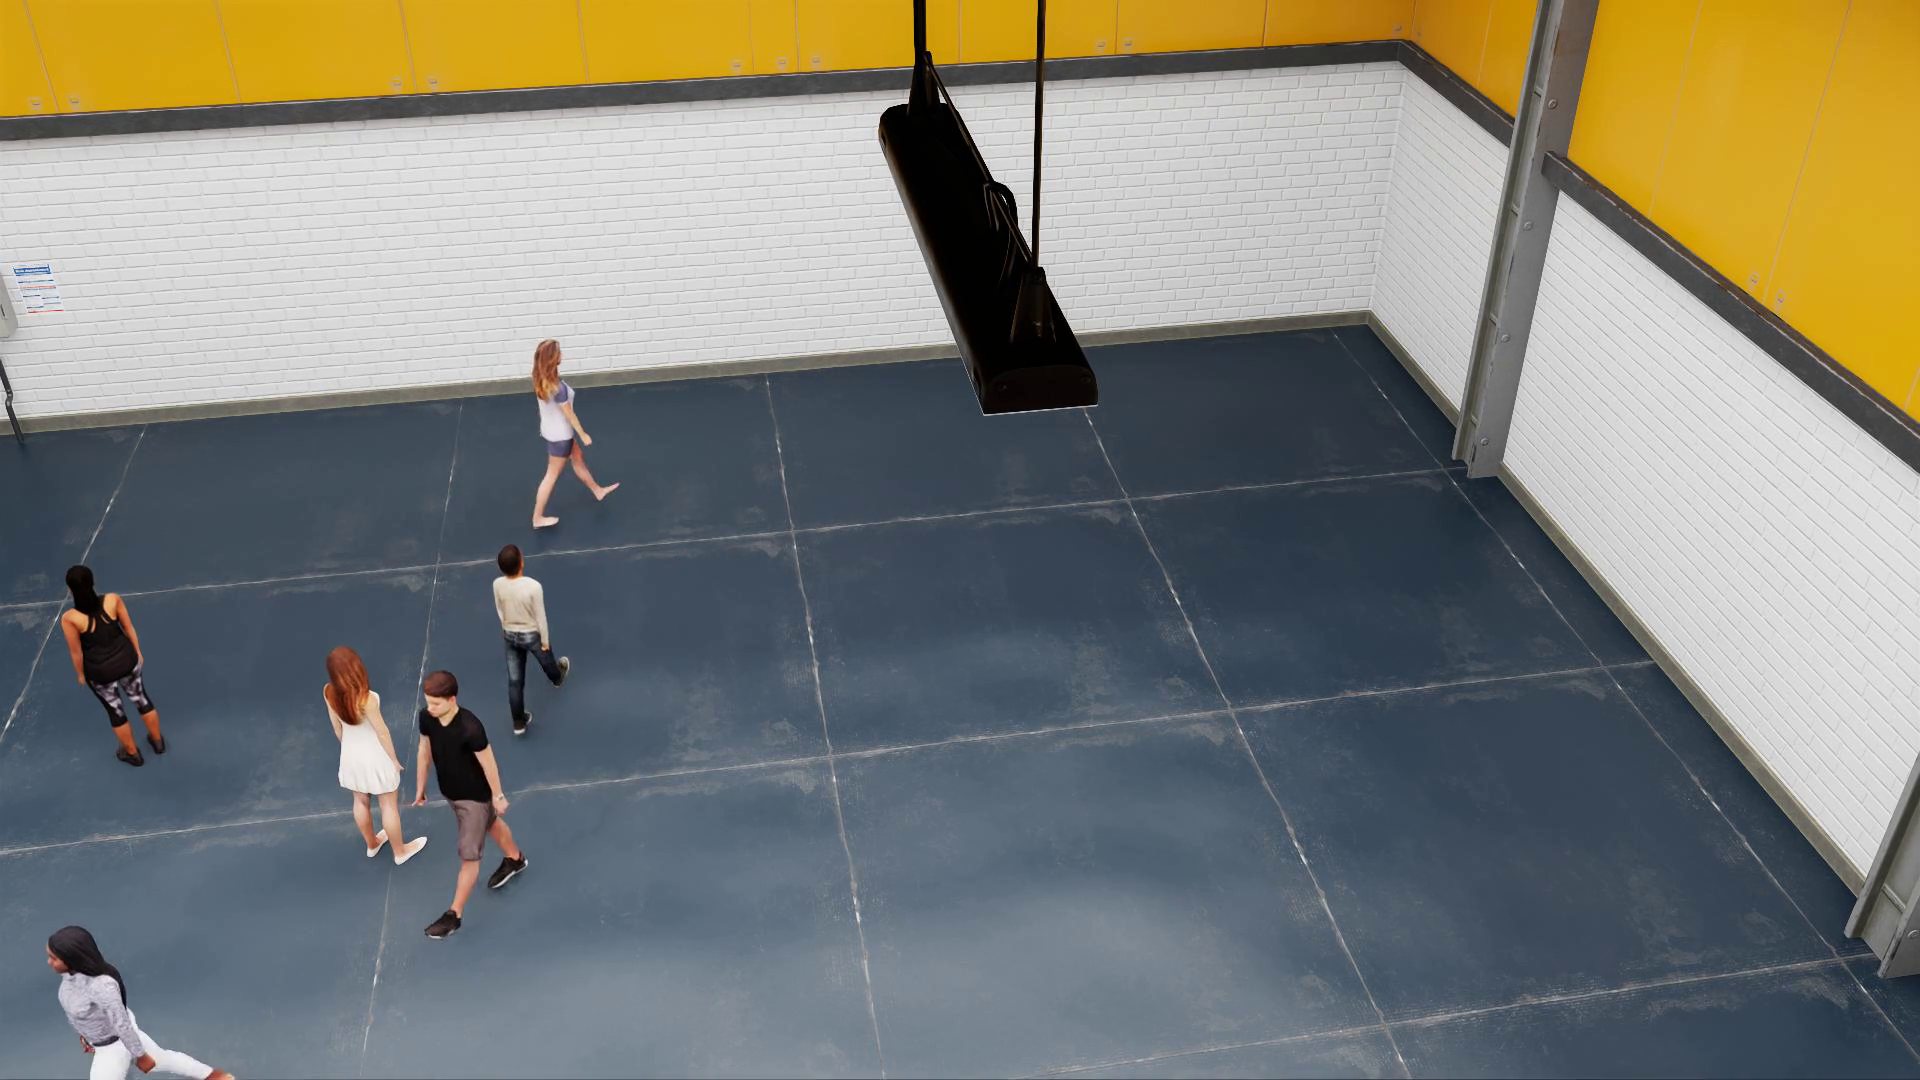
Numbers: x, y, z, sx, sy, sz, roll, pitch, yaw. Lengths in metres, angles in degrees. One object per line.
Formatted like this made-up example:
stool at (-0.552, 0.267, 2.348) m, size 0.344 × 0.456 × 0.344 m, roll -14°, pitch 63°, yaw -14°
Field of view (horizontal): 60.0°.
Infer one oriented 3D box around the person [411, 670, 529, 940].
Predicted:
person at (-3.012, 1.515, 10.406) m, size 1.156 × 1.820 × 1.240 m, roll 19°, pitch 38°, yaw 26°

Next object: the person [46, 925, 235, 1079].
person at (-4.398, 2.637, 8.853) m, size 1.211 × 1.672 × 1.152 m, roll 28°, pitch 43°, yaw 35°

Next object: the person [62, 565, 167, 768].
person at (-5.892, 0.860, 11.532) m, size 0.699 × 1.666 × 0.660 m, roll 25°, pitch 41°, yaw 33°

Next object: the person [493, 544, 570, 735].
person at (-3.152, 0.744, 11.921) m, size 0.722 × 1.427 × 1.052 m, roll 3°, pitch 34°, yaw 4°

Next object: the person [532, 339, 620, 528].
person at (-3.480, -0.848, 14.094) m, size 0.924 × 1.673 × 1.098 m, roll -19°, pitch 38°, yaw -26°

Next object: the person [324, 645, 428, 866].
person at (-3.824, 1.380, 10.706) m, size 0.644 × 1.714 × 0.671 m, roll 11°, pitch 35°, yaw 16°
